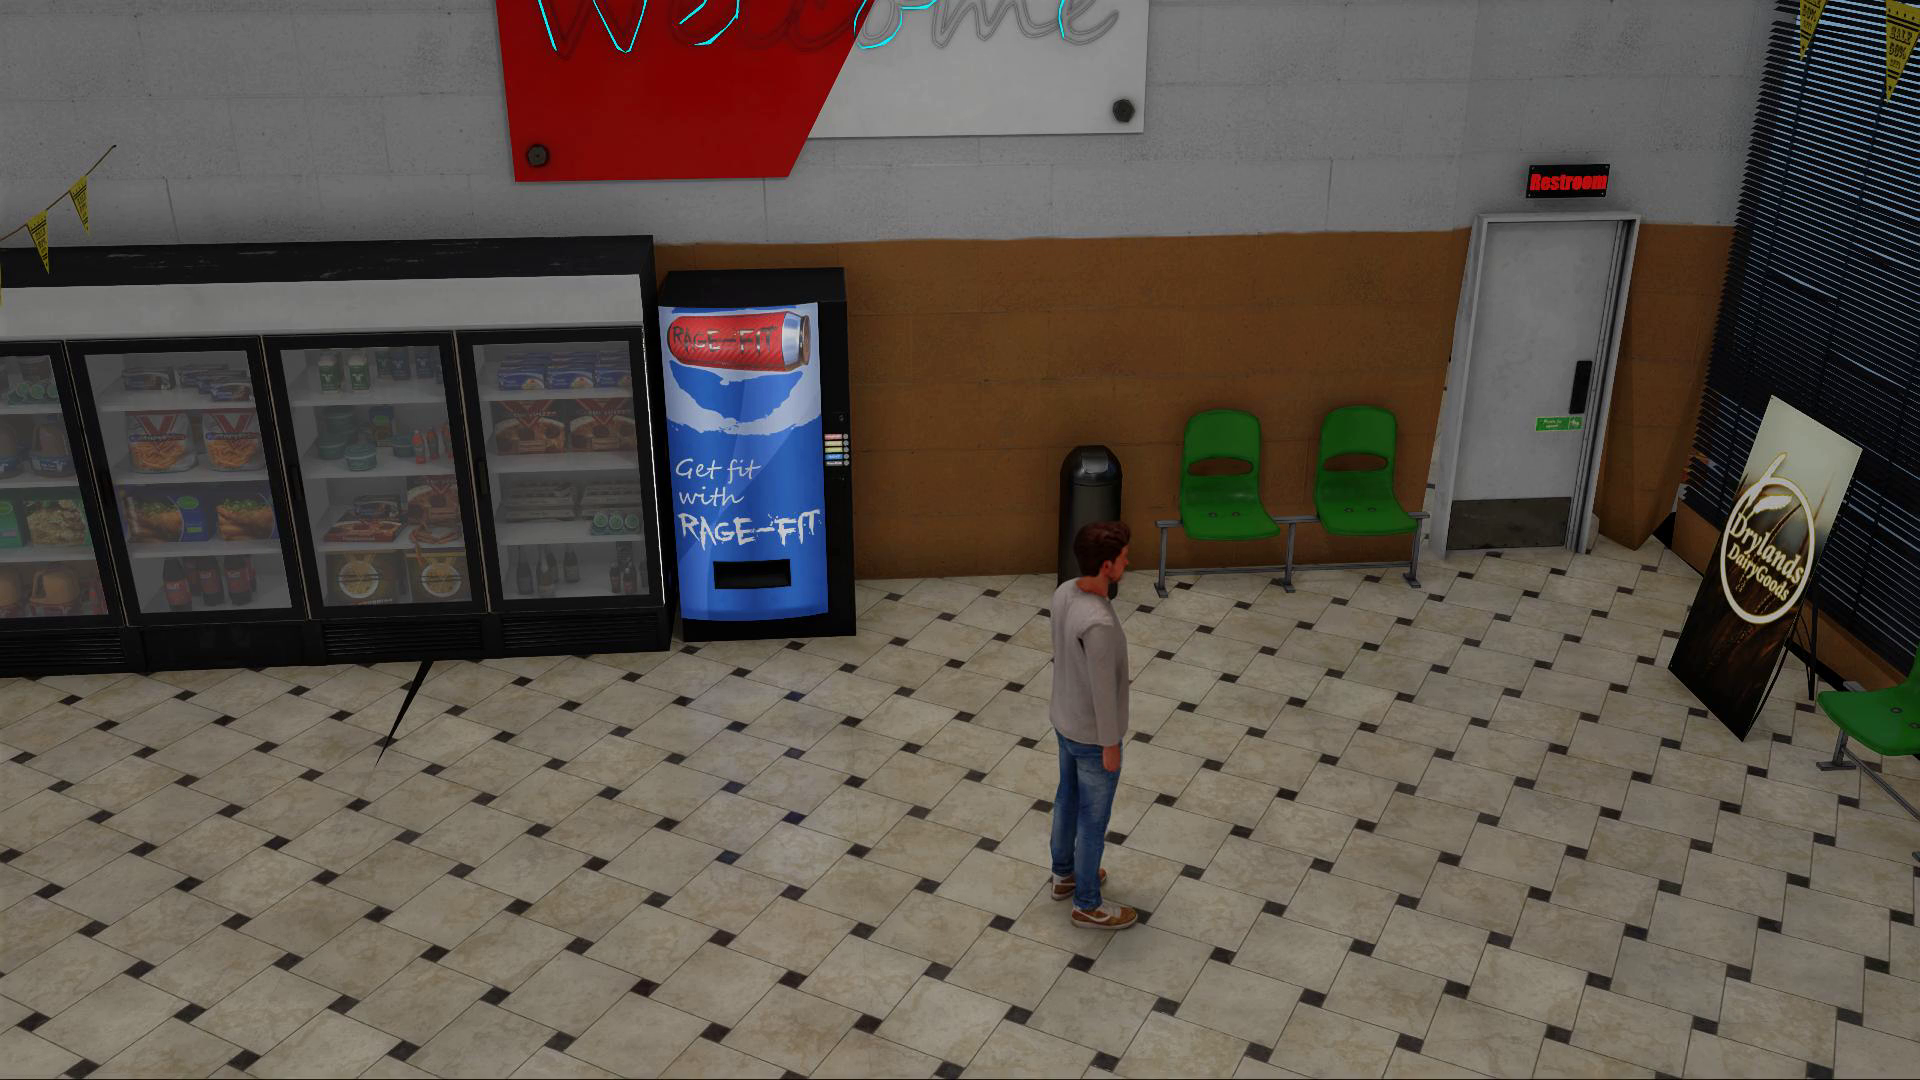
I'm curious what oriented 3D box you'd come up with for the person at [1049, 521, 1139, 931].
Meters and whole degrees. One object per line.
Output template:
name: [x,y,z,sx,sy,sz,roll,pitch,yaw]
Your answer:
person: [0.555,0.802,7.229,0.771,1.898,0.596,-7,25,-16]
